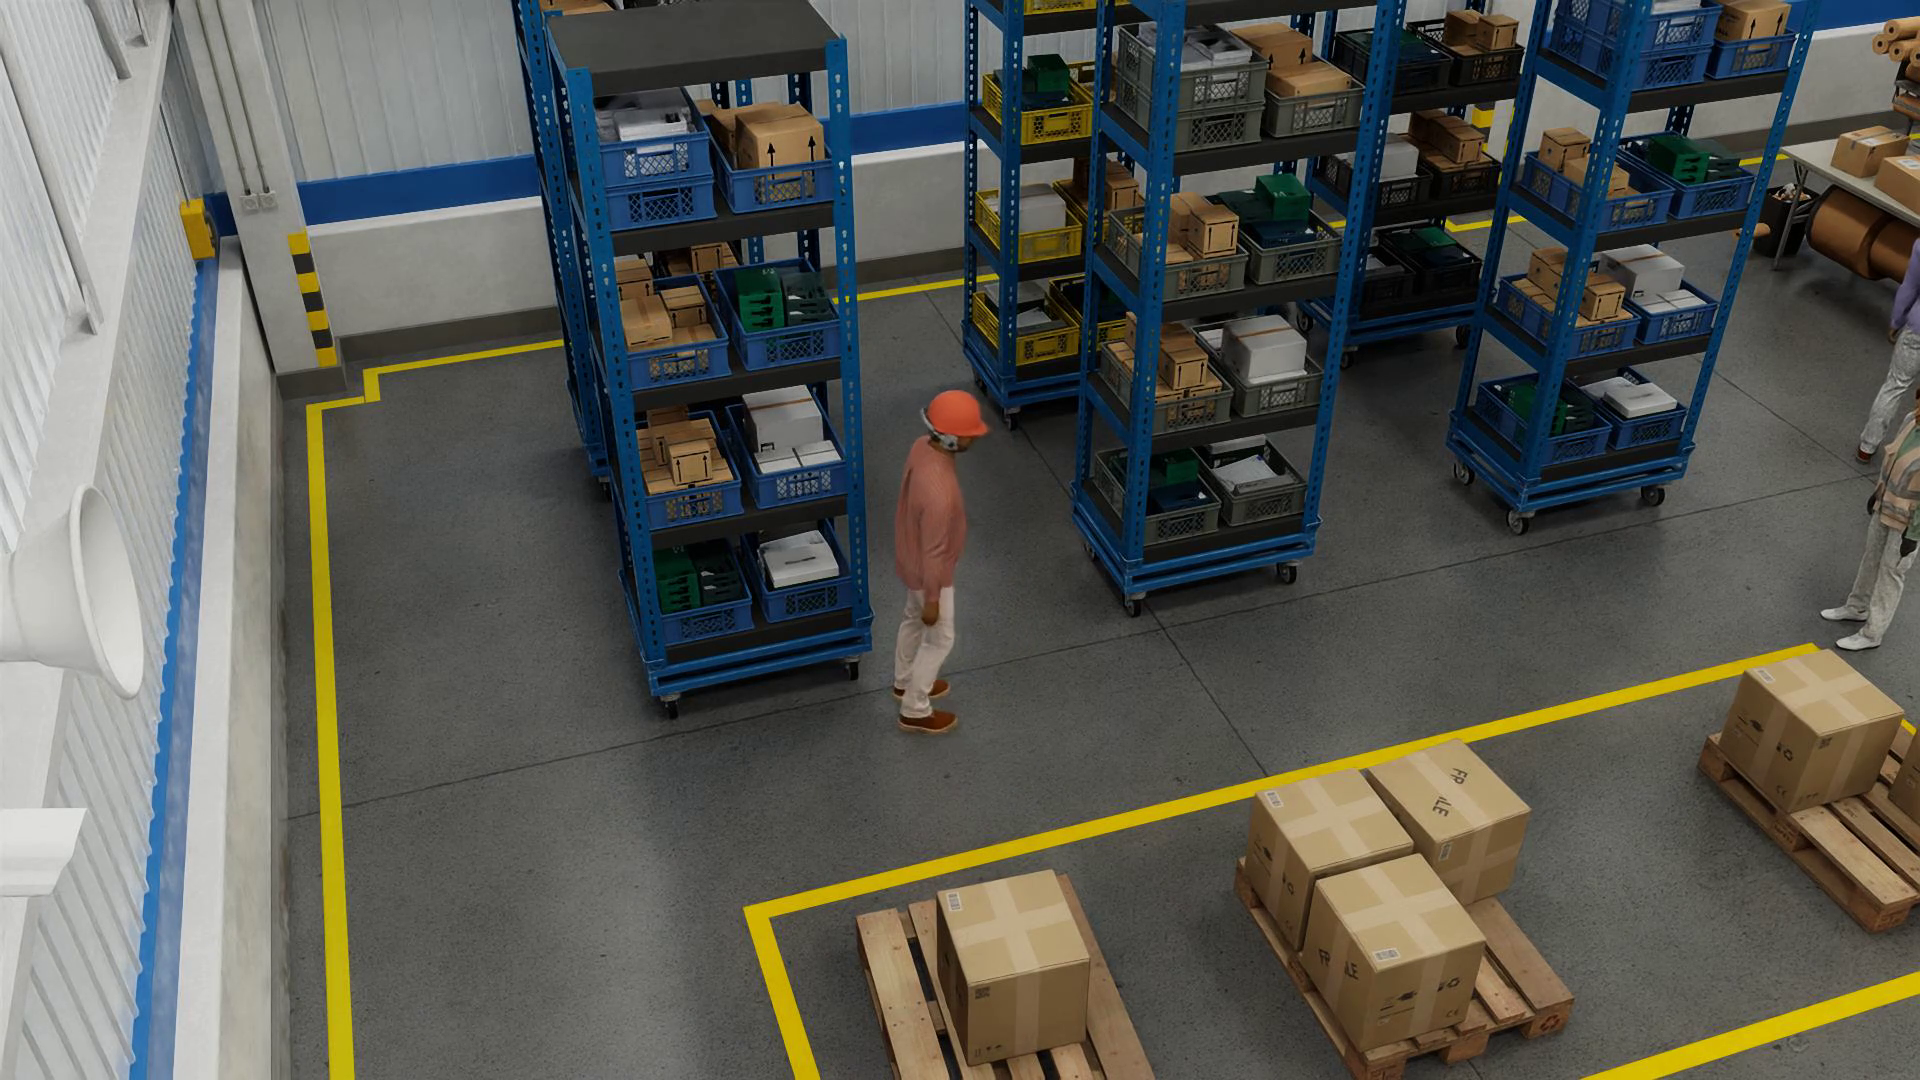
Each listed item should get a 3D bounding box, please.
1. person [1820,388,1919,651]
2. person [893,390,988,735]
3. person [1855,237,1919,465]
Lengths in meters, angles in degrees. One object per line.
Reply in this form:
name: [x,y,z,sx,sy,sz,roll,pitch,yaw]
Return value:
person: [5.107,-0.129,9.042,0.313,1.634,0.514,2,35,3]
person: [-0.111,0.112,8.415,0.483,1.968,0.652,-6,36,-9]
person: [6.153,-1.294,10.444,0.624,1.930,0.380,26,43,32]
